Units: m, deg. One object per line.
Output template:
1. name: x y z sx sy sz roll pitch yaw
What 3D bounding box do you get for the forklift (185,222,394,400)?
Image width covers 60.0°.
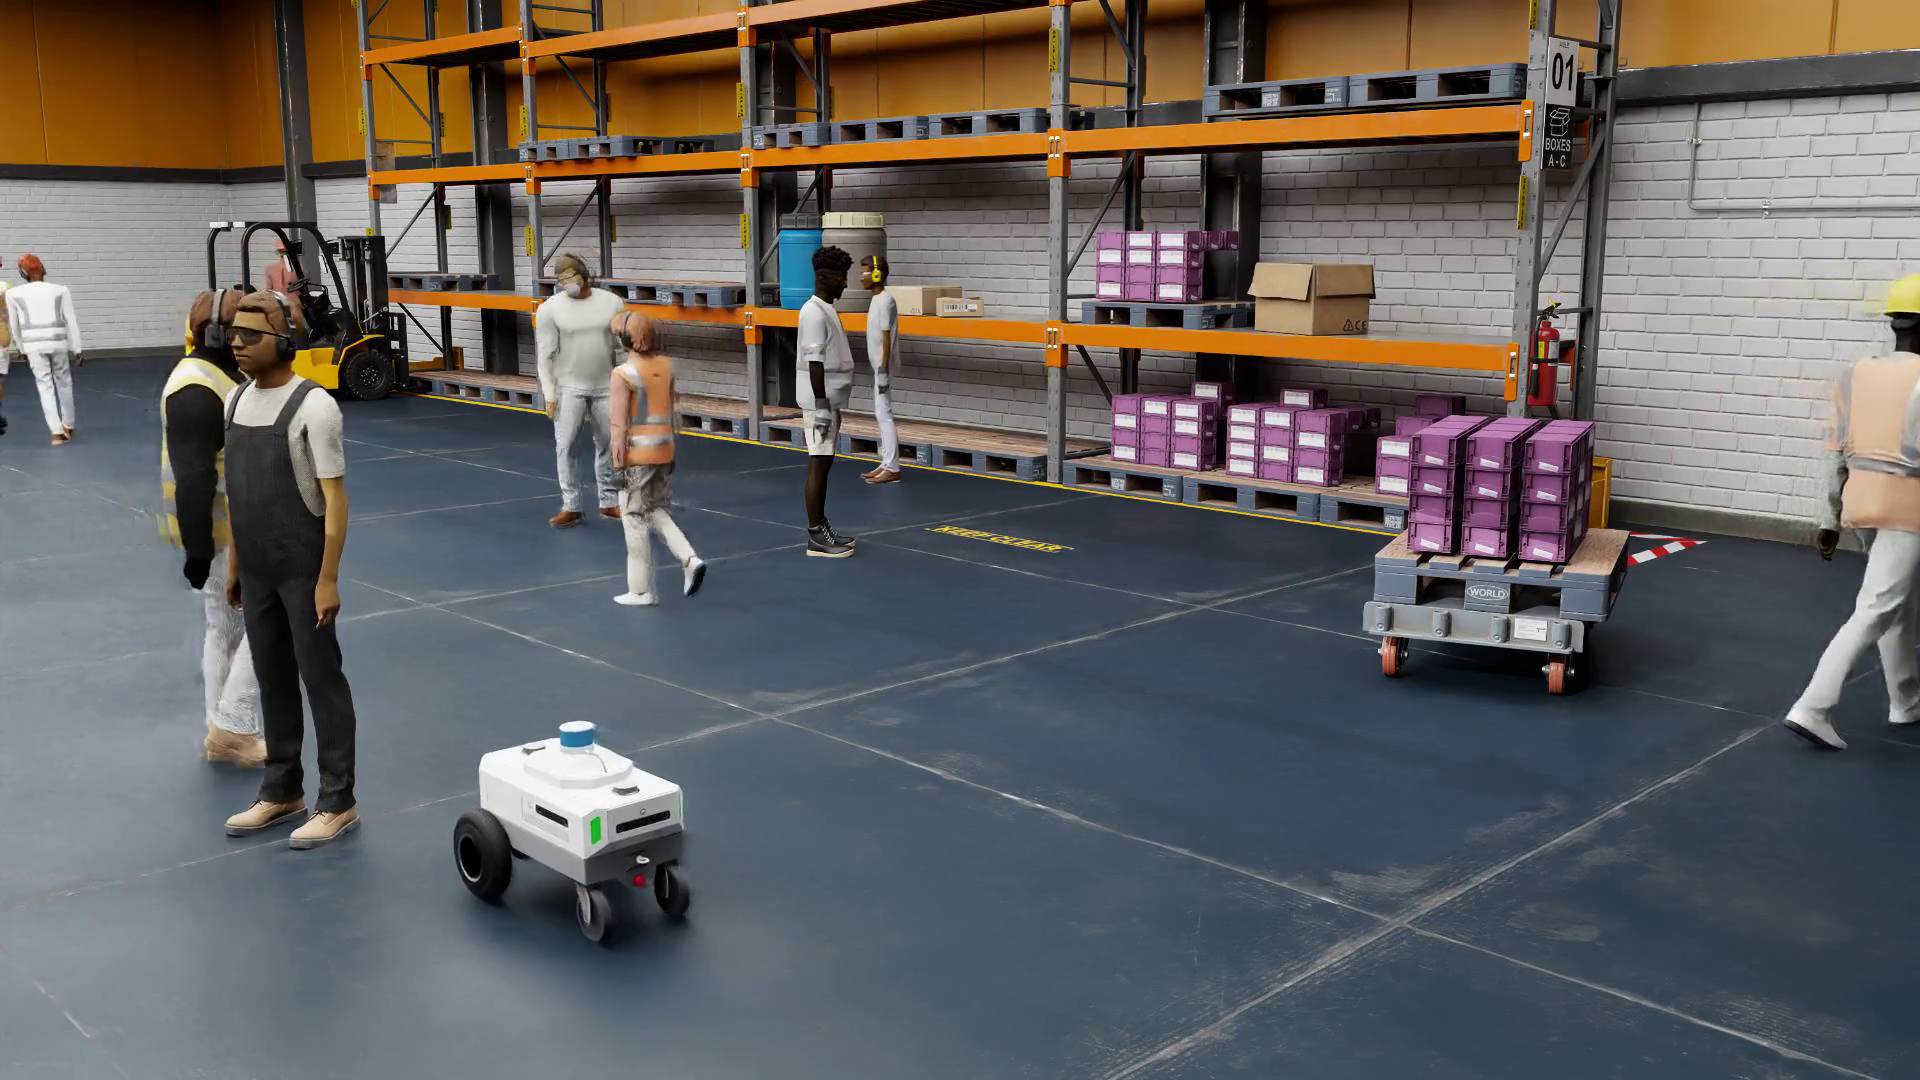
1. forklift: -8.169 -2.758 20.163 2.313 2.155 1.214 -10 14 -44

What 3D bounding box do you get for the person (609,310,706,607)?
1. person: -1.676 -0.429 8.998 0.446 1.622 0.541 5 12 26

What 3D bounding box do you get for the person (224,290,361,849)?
1. person: -2.250 0.100 5.532 0.506 1.847 0.345 5 12 25

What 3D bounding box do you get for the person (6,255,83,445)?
1. person: -8.937 -1.859 16.255 0.593 1.830 0.883 -7 13 -34

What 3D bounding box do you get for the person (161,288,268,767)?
1. person: -2.731 -0.030 6.294 0.478 1.828 0.628 -3 11 -16

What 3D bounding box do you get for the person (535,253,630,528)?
1. person: -2.590 -1.029 11.562 0.693 1.898 0.399 -6 12 -29

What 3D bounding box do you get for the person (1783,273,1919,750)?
1. person: 3.682 -0.113 6.608 0.983 1.883 0.600 -3 11 -16

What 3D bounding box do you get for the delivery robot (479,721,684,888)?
1. delivery robot: -1.148 0.792 5.024 0.477 0.478 0.707 -10 14 -43

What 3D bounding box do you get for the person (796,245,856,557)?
1. person: -0.849 -0.878 10.552 0.374 1.959 0.603 0 10 1

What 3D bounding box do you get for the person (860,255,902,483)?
1. person: -0.650 -1.397 13.666 0.327 1.860 0.538 -2 11 -9

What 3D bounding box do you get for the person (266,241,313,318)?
1. person: -9.621 -3.349 24.055 0.620 1.953 0.876 1 10 8

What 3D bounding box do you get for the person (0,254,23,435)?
1. person: -9.858 -2.032 17.005 0.559 1.899 0.860 -2 11 -10
